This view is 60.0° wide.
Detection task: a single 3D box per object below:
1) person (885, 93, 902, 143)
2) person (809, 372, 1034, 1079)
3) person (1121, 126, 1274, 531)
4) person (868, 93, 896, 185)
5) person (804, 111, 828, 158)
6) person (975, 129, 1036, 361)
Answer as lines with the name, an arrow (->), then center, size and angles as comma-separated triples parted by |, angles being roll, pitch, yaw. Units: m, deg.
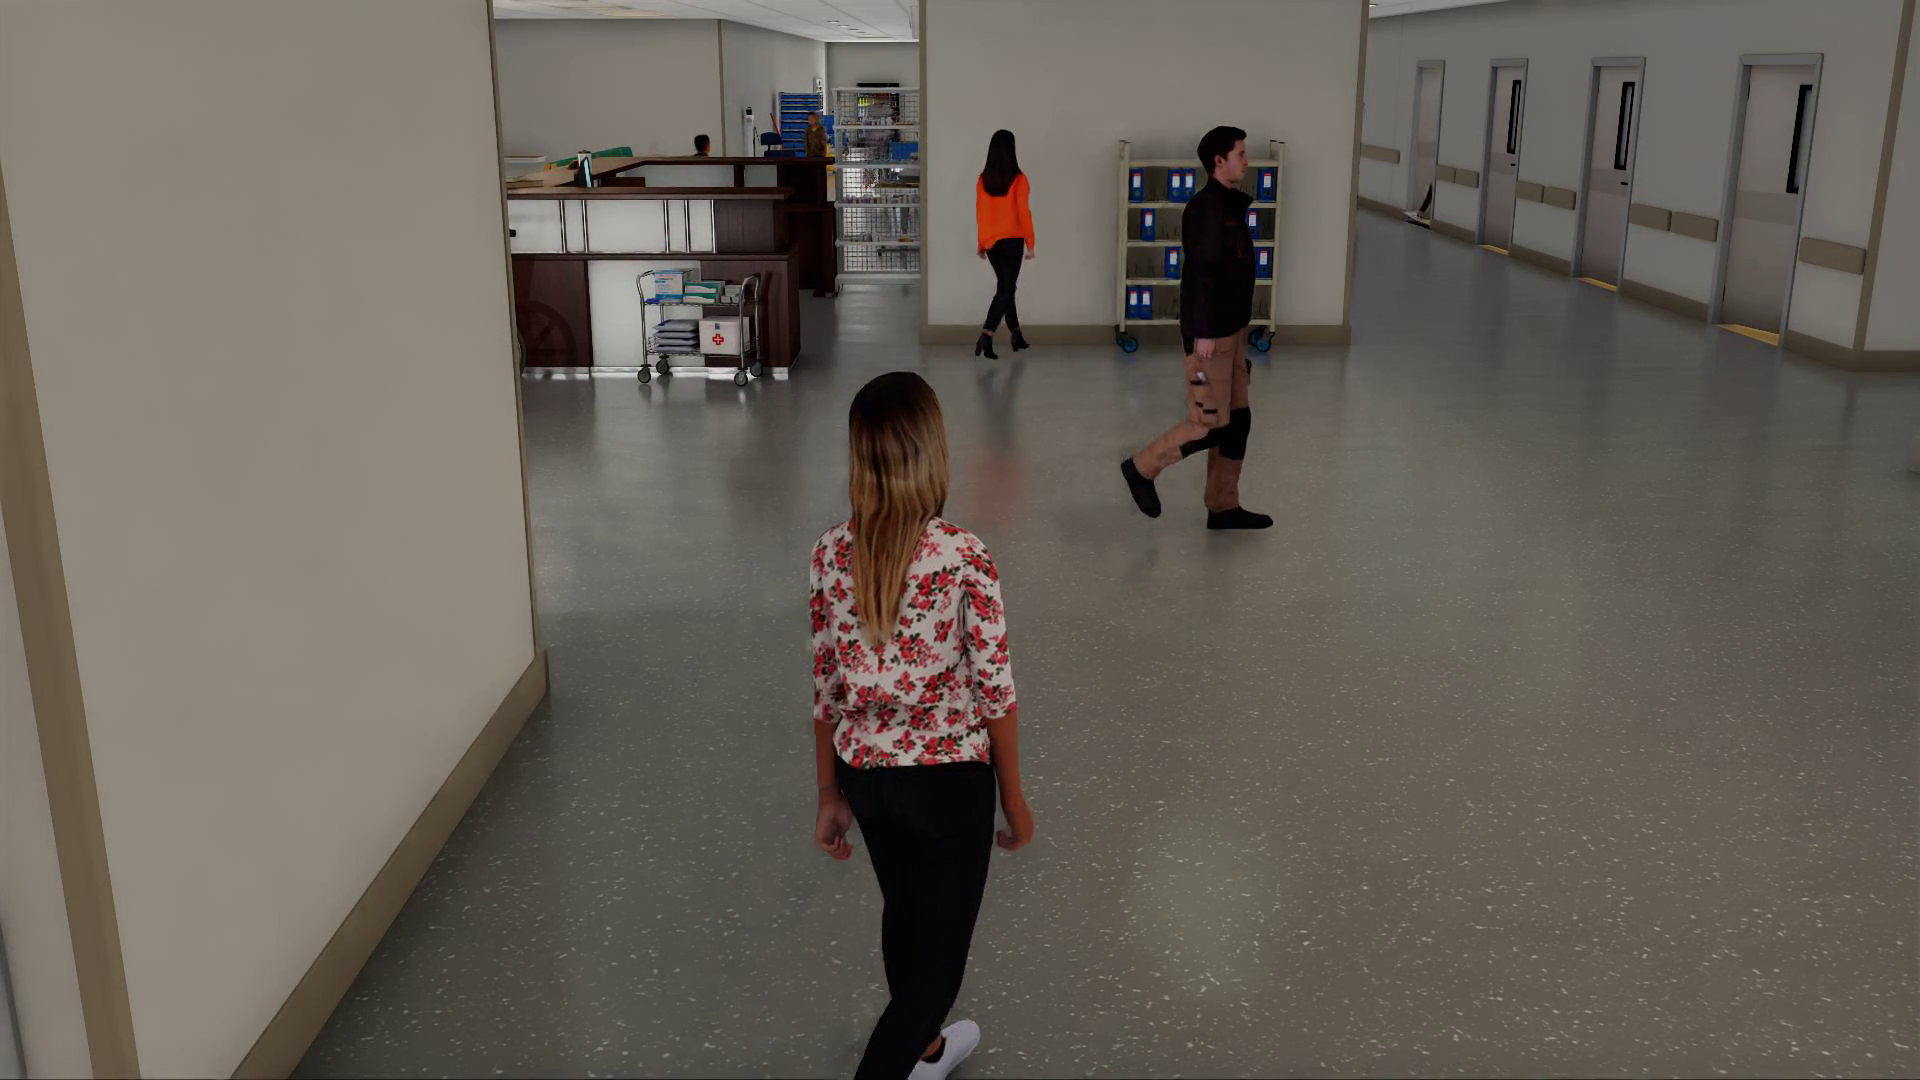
person -> -1.560, -8.852, 36.178 | 0.768, 1.729, 0.744 | 2, 16, 7
person -> -0.123, 0.514, 3.186 | 1.086, 1.605, 0.995 | 9, 18, 30
person -> 1.132, -0.971, 7.885 | 1.086, 1.913, 0.916 | 6, 17, 20
person -> -1.517, -7.677, 31.818 | 0.693, 1.833, 0.753 | 3, 16, 11
person -> -2.664, -7.192, 30.820 | 0.743, 1.442, 0.694 | 2, 16, 6
person -> 0.295, -2.192, 12.595 | 1.086, 1.707, 1.105 | 13, 20, 39
